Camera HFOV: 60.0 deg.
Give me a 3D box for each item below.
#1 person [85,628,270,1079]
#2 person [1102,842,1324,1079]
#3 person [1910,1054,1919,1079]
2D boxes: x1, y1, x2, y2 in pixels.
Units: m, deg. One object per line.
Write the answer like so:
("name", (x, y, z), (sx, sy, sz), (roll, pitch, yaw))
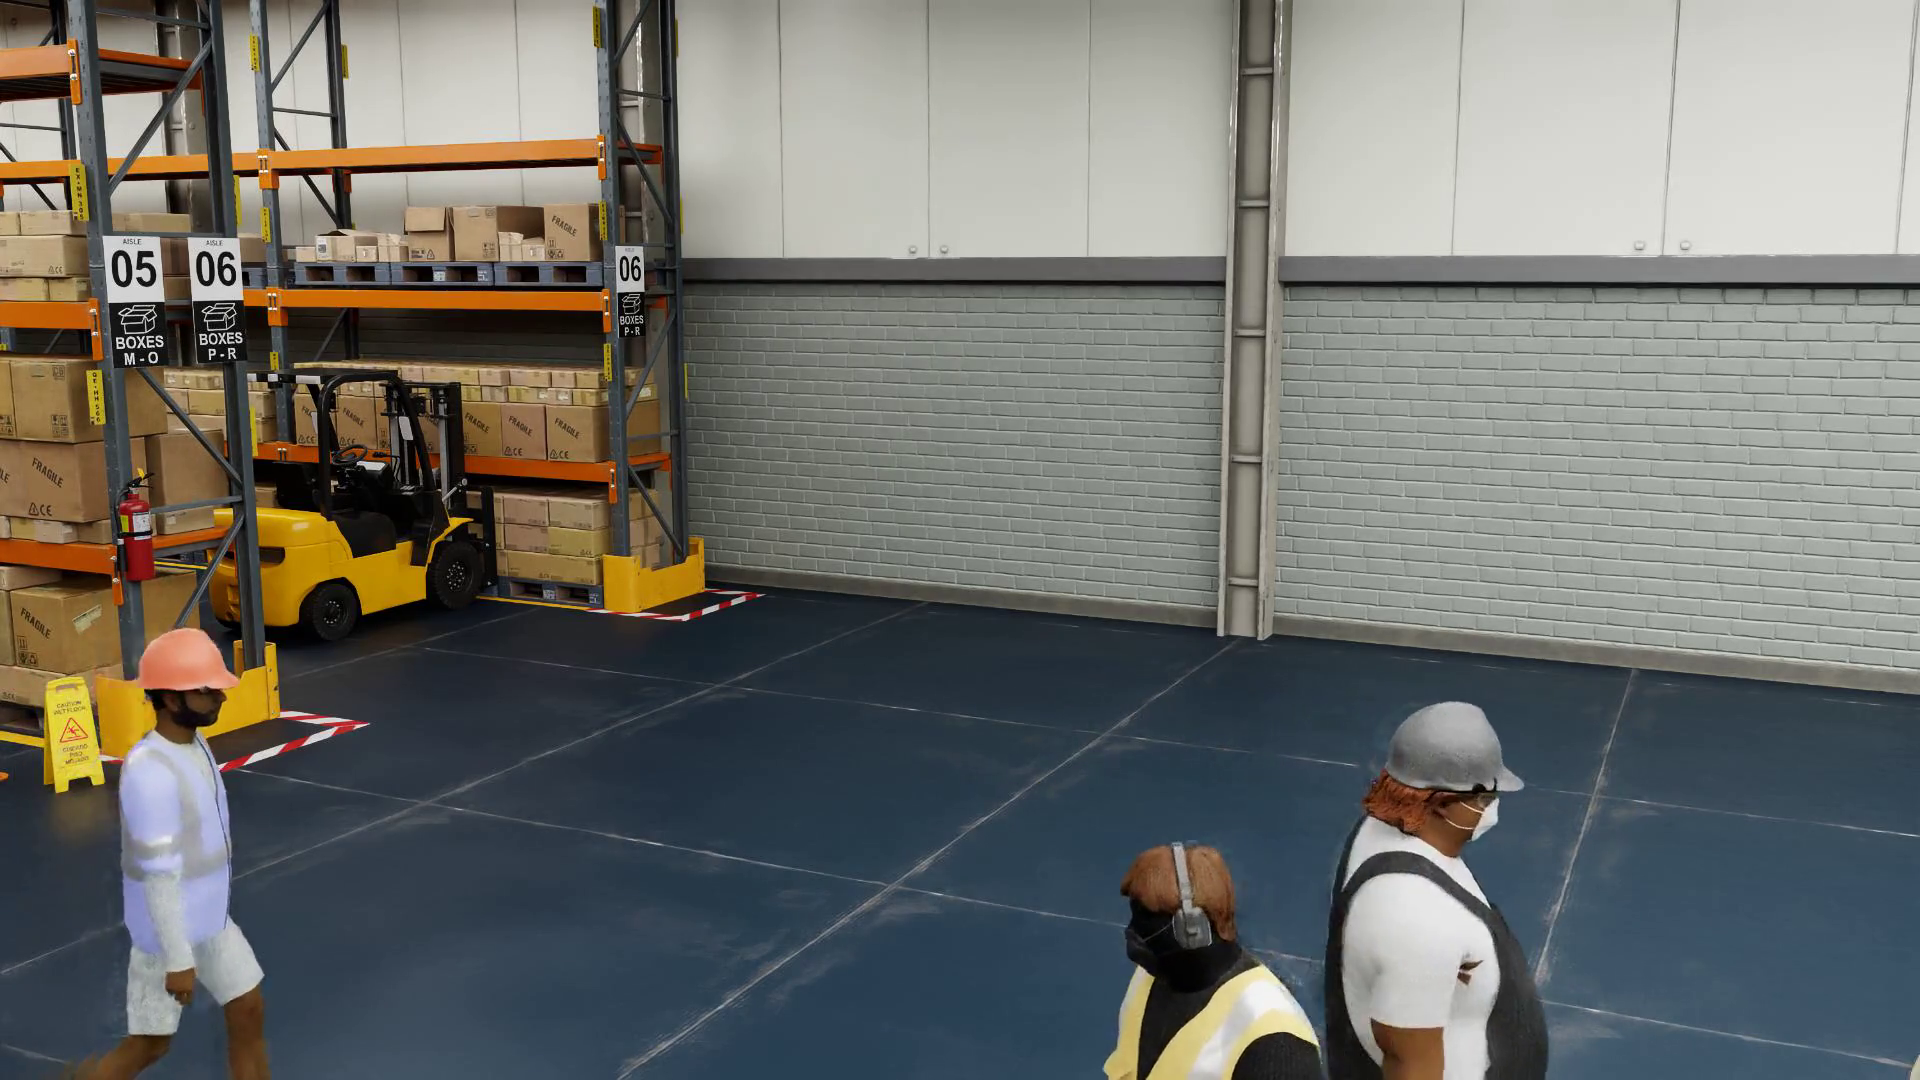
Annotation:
("person", (-2.600, 1.221, 5.390), (0.943, 1.908, 0.561), (-1, 9, -7))
("person", (0.507, 1.554, 3.594), (0.459, 1.821, 0.644), (-3, 10, -20))
("person", (3.172, 1.408, 5.048), (0.518, 1.622, 0.392), (-2, 10, -15))
